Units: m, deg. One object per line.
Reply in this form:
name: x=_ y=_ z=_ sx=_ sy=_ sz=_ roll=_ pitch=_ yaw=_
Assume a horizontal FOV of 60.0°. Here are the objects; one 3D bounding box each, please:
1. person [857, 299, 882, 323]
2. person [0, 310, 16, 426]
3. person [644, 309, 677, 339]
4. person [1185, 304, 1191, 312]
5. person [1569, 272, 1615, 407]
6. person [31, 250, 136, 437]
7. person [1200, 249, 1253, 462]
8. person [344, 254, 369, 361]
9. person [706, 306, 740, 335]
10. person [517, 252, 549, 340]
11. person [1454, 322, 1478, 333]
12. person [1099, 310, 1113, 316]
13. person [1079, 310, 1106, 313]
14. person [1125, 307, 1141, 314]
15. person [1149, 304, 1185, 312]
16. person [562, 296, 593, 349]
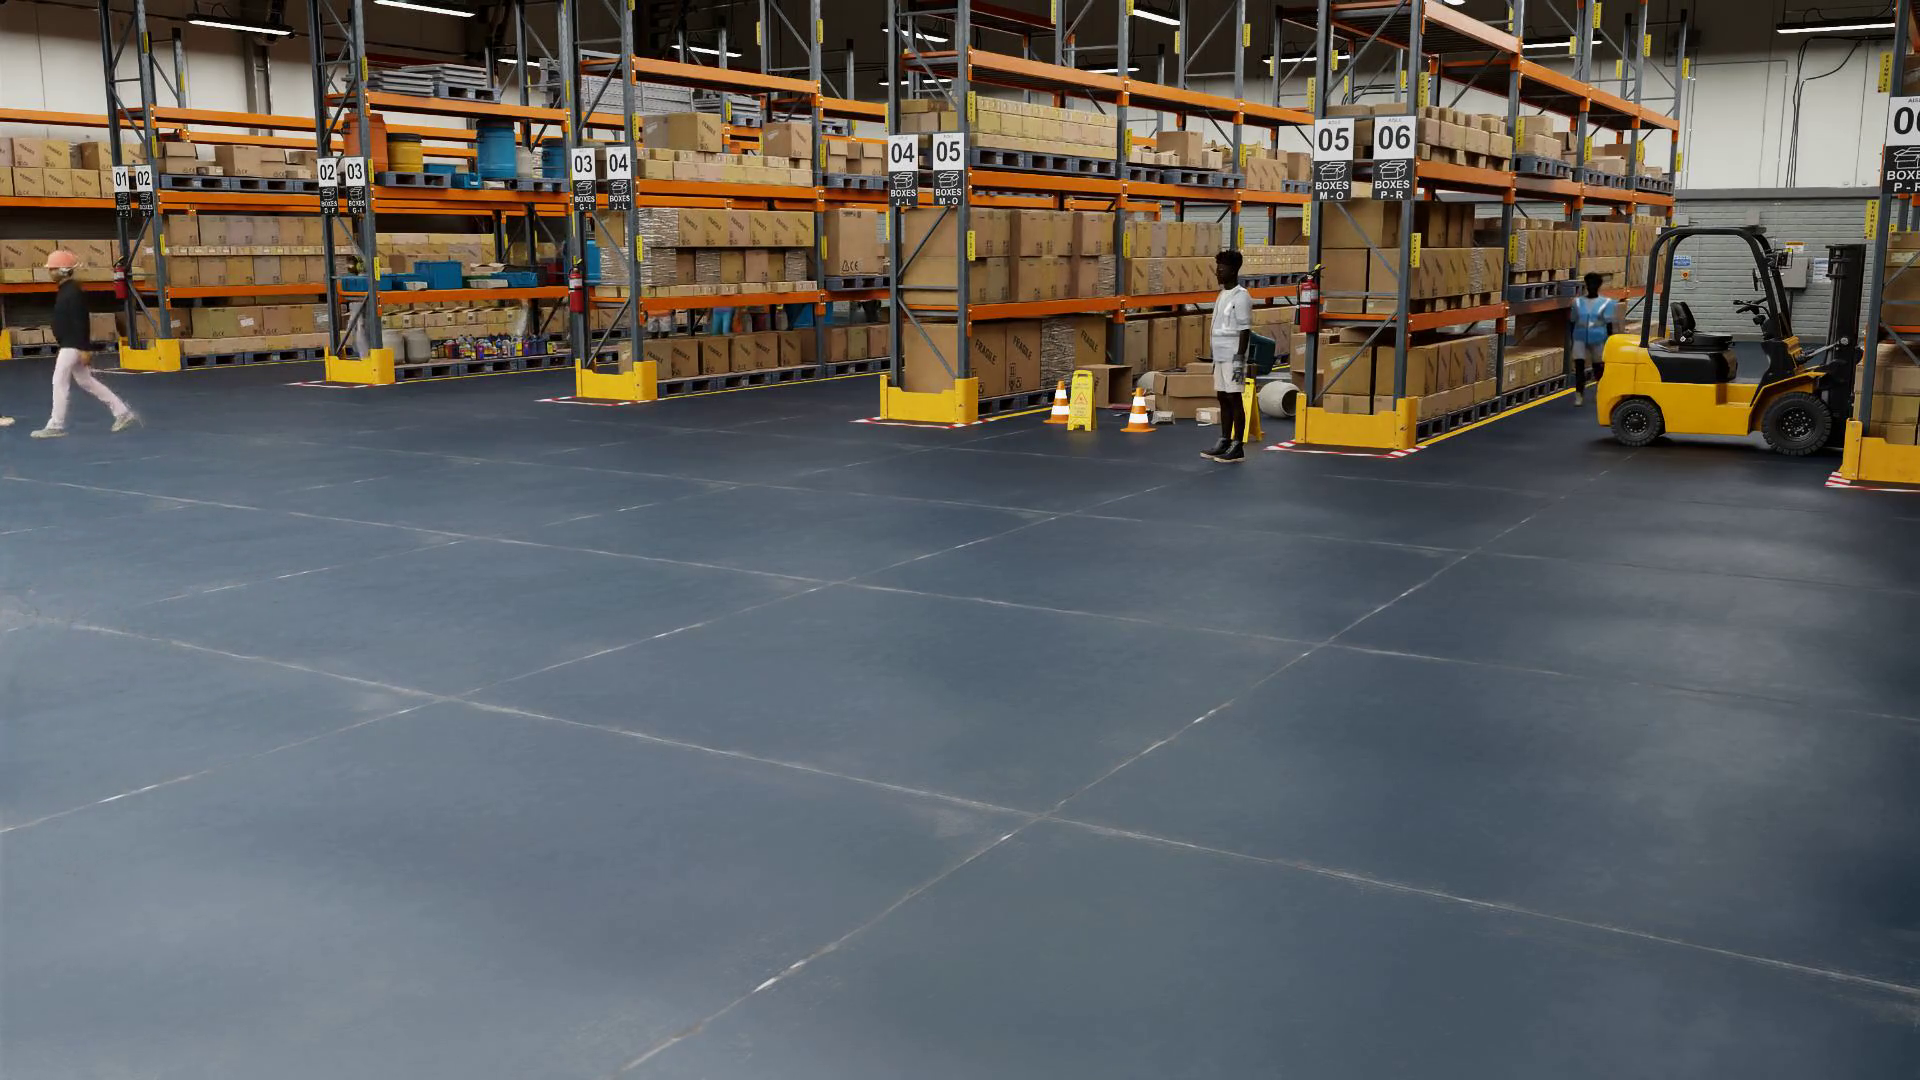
person: x=-1.765 y=-4.582 z=31.528 sx=0.629 sy=1.977 sz=0.746 roll=10 pitch=14 yaw=44
person: x=-10.766 y=-2.181 z=18.466 sx=0.347 sy=1.841 sz=0.505 roll=-5 pitch=11 yaw=-26
person: x=-4.988 y=-3.745 z=27.654 sx=0.551 sy=1.694 sz=0.344 roll=1 pitch=10 yaw=7
person: x=4.739 y=-5.197 z=35.516 sx=0.976 sy=1.791 sz=0.648 roll=4 pitch=11 yaw=22
person: x=7.886 y=-2.508 z=20.770 sx=0.539 sy=1.676 sz=0.695 roll=6 pitch=12 yaw=31
person: x=-9.307 y=-2.074 z=17.559 sx=0.975 sy=1.964 sz=0.620 roll=-6 pitch=12 yaw=-32
person: x=2.495 y=-1.707 z=15.459 sx=0.361 sy=1.965 sz=0.613 roll=-2 pitch=10 yaw=-13
person: x=-9.244 y=-3.443 z=25.507 sx=0.517 sy=1.851 sz=0.376 roll=6 pitch=12 yaw=29
person: x=-3.822 y=-3.683 z=26.907 sx=0.604 sy=1.830 sz=0.455 roll=4 pitch=11 yaw=23
person: x=-7.681 y=-4.224 z=29.812 sx=0.603 sy=1.884 sz=0.977 roll=6 pitch=12 yaw=30
person: x=9.306 y=-4.357 z=30.541 sx=0.644 sy=1.895 sz=1.017 roll=6 pitch=12 yaw=31
person: x=2.828 y=-4.416 z=30.823 sx=0.505 sy=1.895 sz=0.612 roll=-7 pitch=12 yaw=-35
person: x=1.889 y=-3.528 z=25.832 sx=0.648 sy=1.897 sz=0.934 roll=5 pitch=11 yaw=27
person: x=3.028 y=-4.290 z=30.009 sx=0.547 sy=1.938 sz=0.359 roll=5 pitch=11 yaw=26
person: x=3.634 y=-4.169 z=29.043 sx=0.701 sy=2.000 sz=0.827 roll=4 pitch=11 yaw=23
person: x=-7.267 y=-4.566 z=31.390 sx=0.619 sy=2.013 sz=0.951 roll=3 pitch=11 yaw=18
